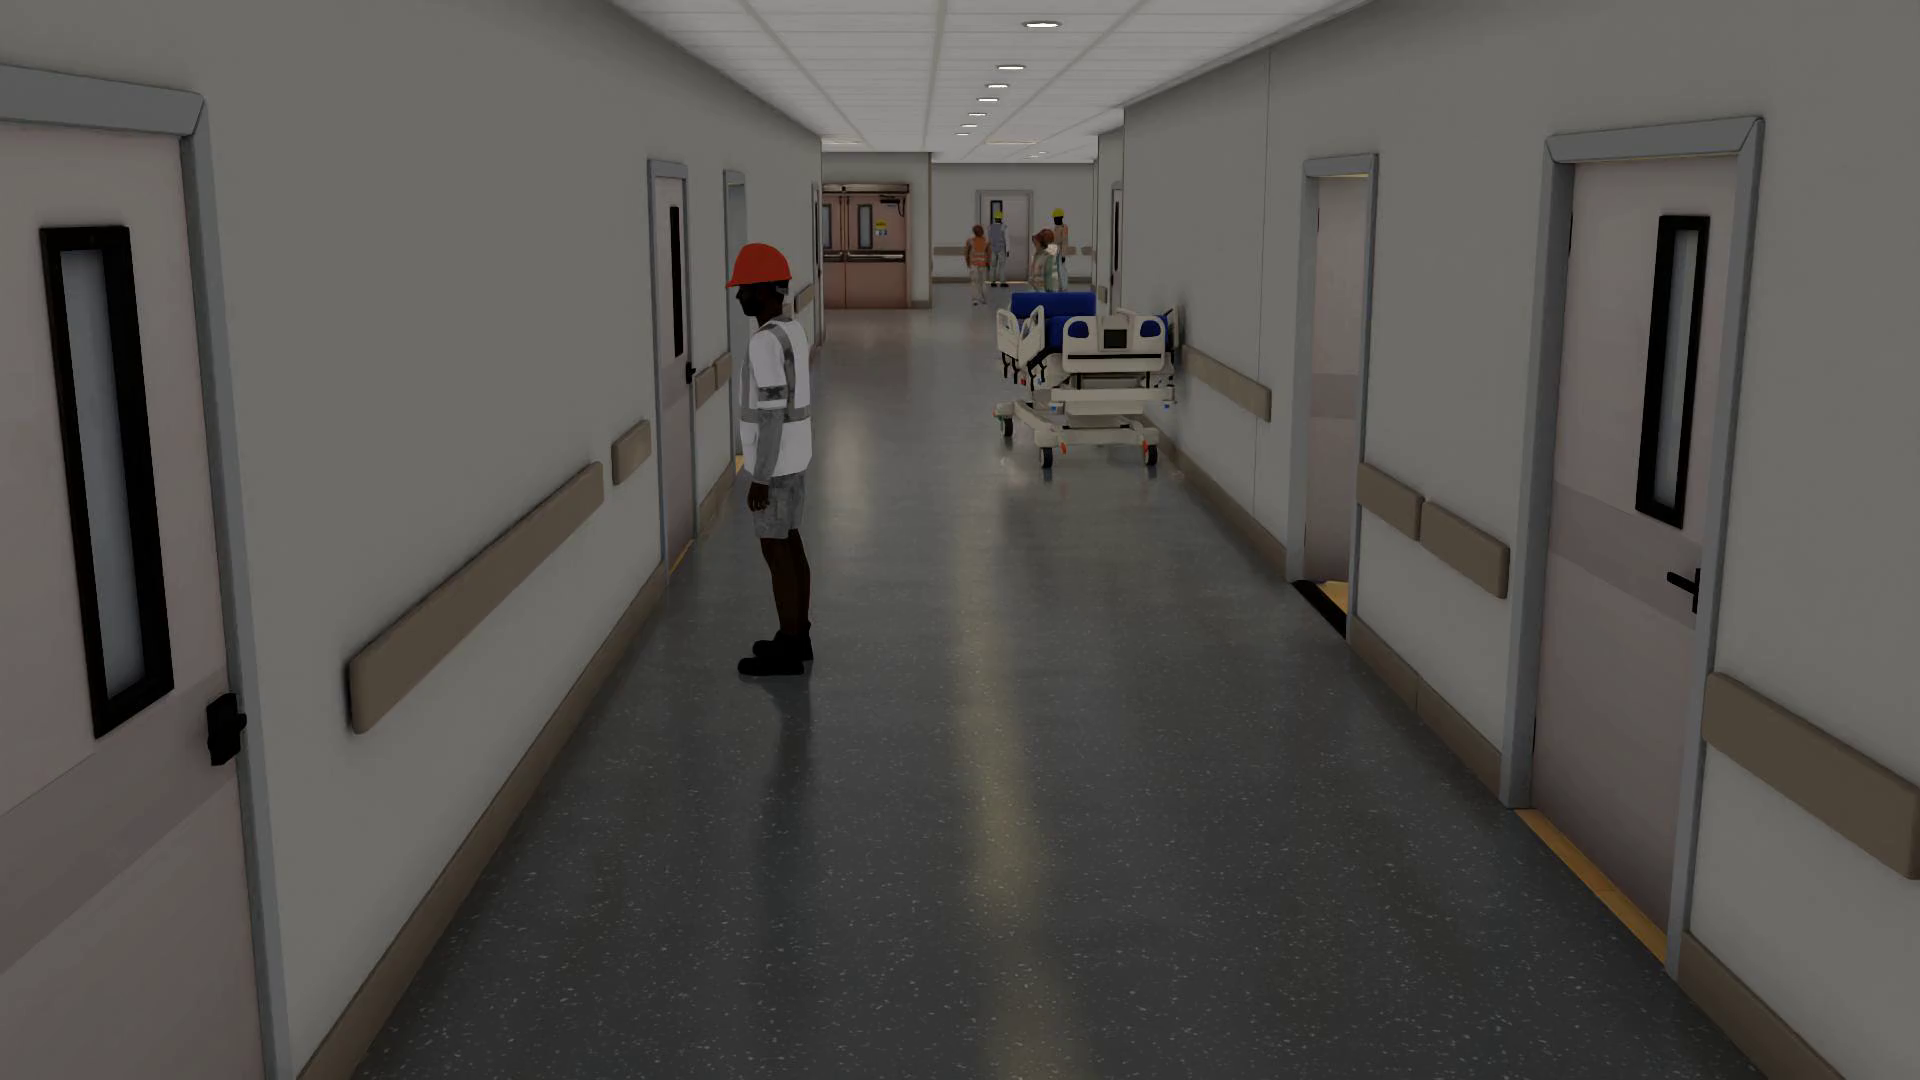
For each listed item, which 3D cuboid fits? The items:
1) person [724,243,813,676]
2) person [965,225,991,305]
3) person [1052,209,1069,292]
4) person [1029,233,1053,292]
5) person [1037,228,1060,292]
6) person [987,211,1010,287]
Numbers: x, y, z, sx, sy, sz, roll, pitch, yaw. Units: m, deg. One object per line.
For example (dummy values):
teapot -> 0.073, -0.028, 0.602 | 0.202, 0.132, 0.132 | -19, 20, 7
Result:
person -> -0.859, -0.353, 7.478 | 0.372, 1.933, 0.552 | 2, 12, 8
person -> 0.352, -5.563, 33.690 | 0.515, 1.596, 0.726 | -2, 12, -9
person -> 2.180, -6.298, 36.497 | 0.394, 1.919, 0.582 | -3, 12, -15
person -> 1.203, -3.699, 24.518 | 0.404, 1.621, 0.532 | -8, 14, -35
person -> 1.461, -4.362, 27.729 | 0.515, 1.640, 0.315 | -10, 15, -39
person -> 0.941, -7.053, 40.373 | 0.602, 1.829, 0.404 | 6, 13, 27
